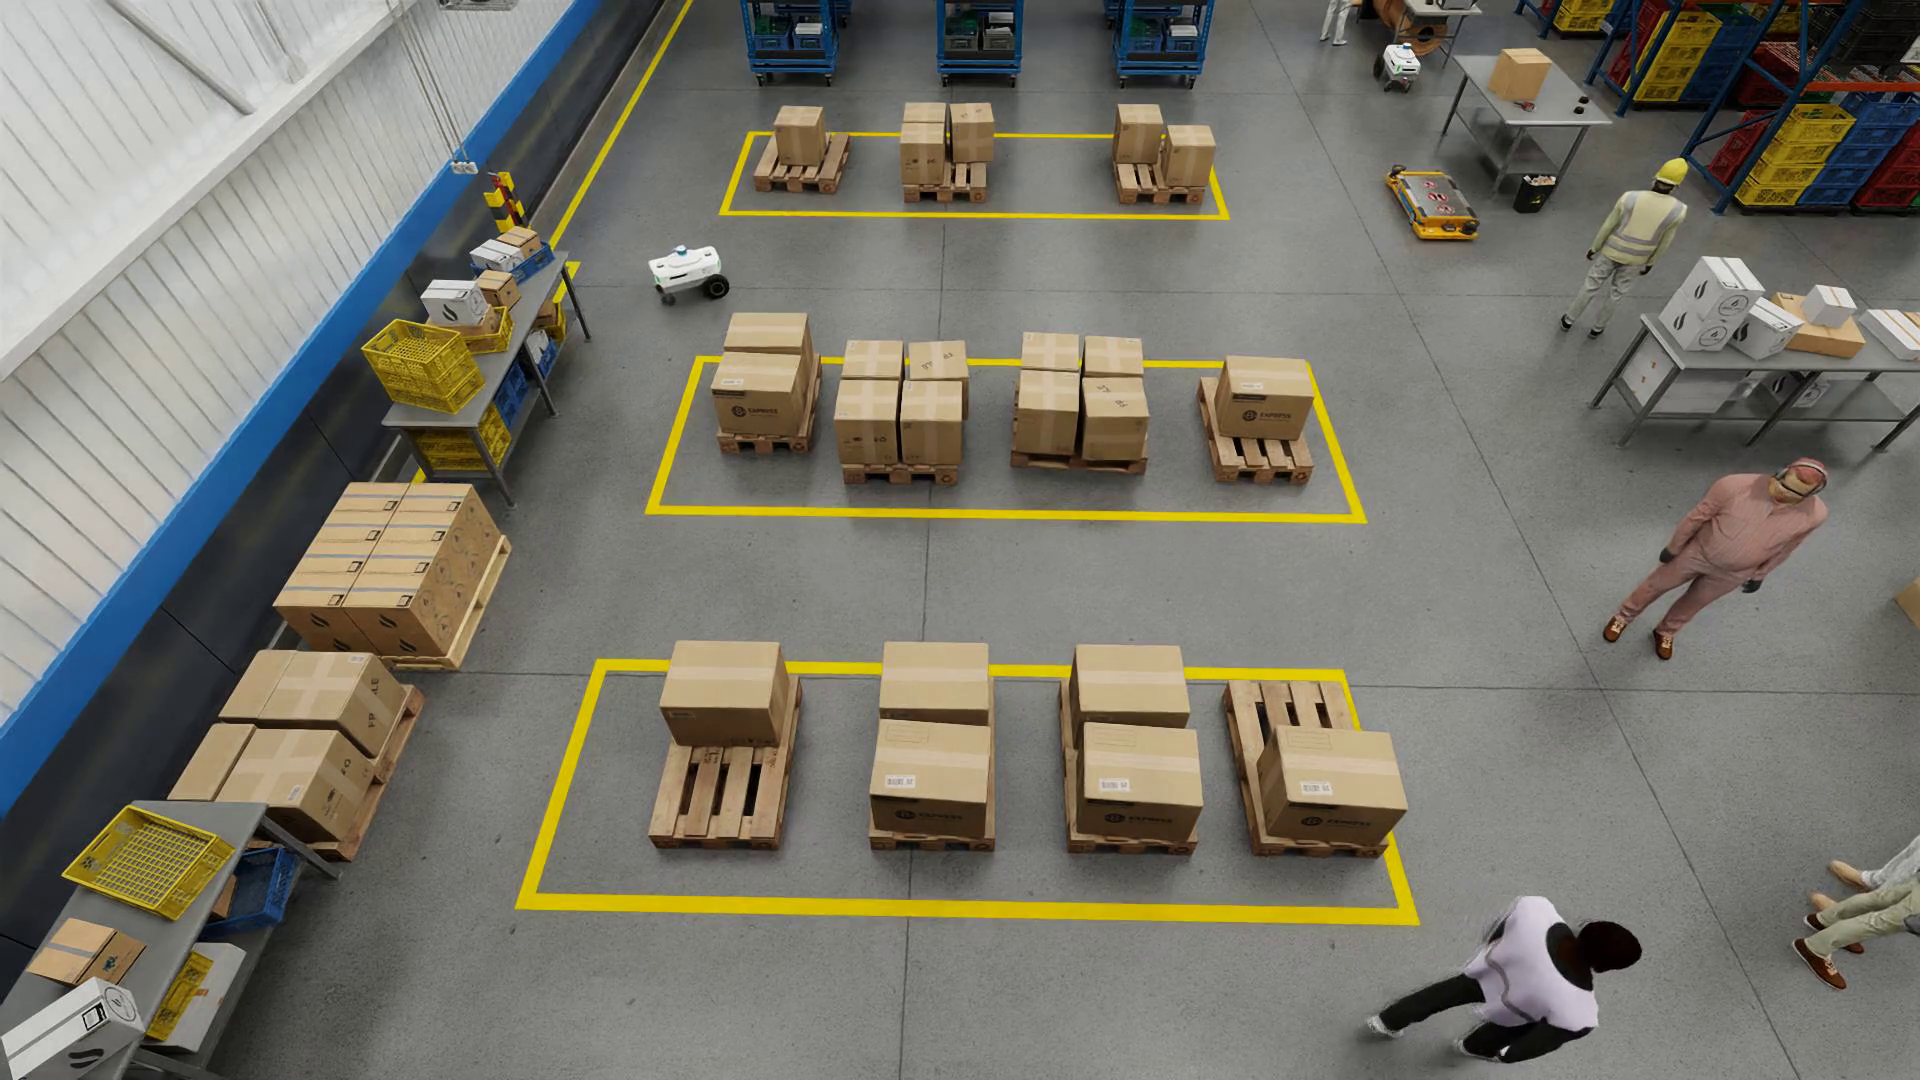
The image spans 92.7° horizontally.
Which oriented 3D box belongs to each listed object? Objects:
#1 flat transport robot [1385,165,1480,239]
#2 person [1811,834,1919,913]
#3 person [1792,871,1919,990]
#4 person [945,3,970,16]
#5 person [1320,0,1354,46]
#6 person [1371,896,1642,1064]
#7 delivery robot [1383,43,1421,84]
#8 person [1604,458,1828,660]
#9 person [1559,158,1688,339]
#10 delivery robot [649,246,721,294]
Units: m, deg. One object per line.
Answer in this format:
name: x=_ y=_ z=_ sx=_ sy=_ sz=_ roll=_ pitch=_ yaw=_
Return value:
flat transport robot: x=5.692 y=-4.094 z=11.059 sx=0.652 sy=0.197 sz=1.431 roll=1 pitch=49 yaw=1
person: x=5.543 y=1.648 z=5.066 sx=0.624 sy=1.836 sz=0.430 roll=-32 pitch=56 yaw=-25
person: x=5.232 y=1.865 z=4.850 sx=0.531 sy=1.870 sz=0.316 roll=-32 pitch=56 yaw=-25
person: x=-0.031 y=-8.352 z=13.614 sx=0.622 sy=1.991 sz=0.396 roll=1 pitch=49 yaw=1
person: x=5.871 y=-8.430 z=13.912 sx=0.309 sy=1.640 sz=0.513 roll=-29 pitch=55 yaw=-23
person: x=2.709 y=2.231 z=4.516 sx=0.793 sy=1.892 sz=0.609 roll=-3 pitch=49 yaw=-3
delivery robot: x=6.386 y=-6.916 z=13.255 sx=0.477 sy=0.478 sz=0.707 roll=2 pitch=49 yaw=1
person: x=5.225 y=0.142 z=6.324 sx=0.637 sy=1.901 sz=0.403 roll=22 pitch=53 yaw=18
person: x=6.475 y=-2.810 z=8.920 sx=0.588 sy=1.835 sz=0.403 roll=26 pitch=54 yaw=21
delivery robot: x=-2.924 y=-2.900 z=9.779 sx=0.707 sy=0.478 sz=0.477 roll=-20 pitch=52 yaw=-17
